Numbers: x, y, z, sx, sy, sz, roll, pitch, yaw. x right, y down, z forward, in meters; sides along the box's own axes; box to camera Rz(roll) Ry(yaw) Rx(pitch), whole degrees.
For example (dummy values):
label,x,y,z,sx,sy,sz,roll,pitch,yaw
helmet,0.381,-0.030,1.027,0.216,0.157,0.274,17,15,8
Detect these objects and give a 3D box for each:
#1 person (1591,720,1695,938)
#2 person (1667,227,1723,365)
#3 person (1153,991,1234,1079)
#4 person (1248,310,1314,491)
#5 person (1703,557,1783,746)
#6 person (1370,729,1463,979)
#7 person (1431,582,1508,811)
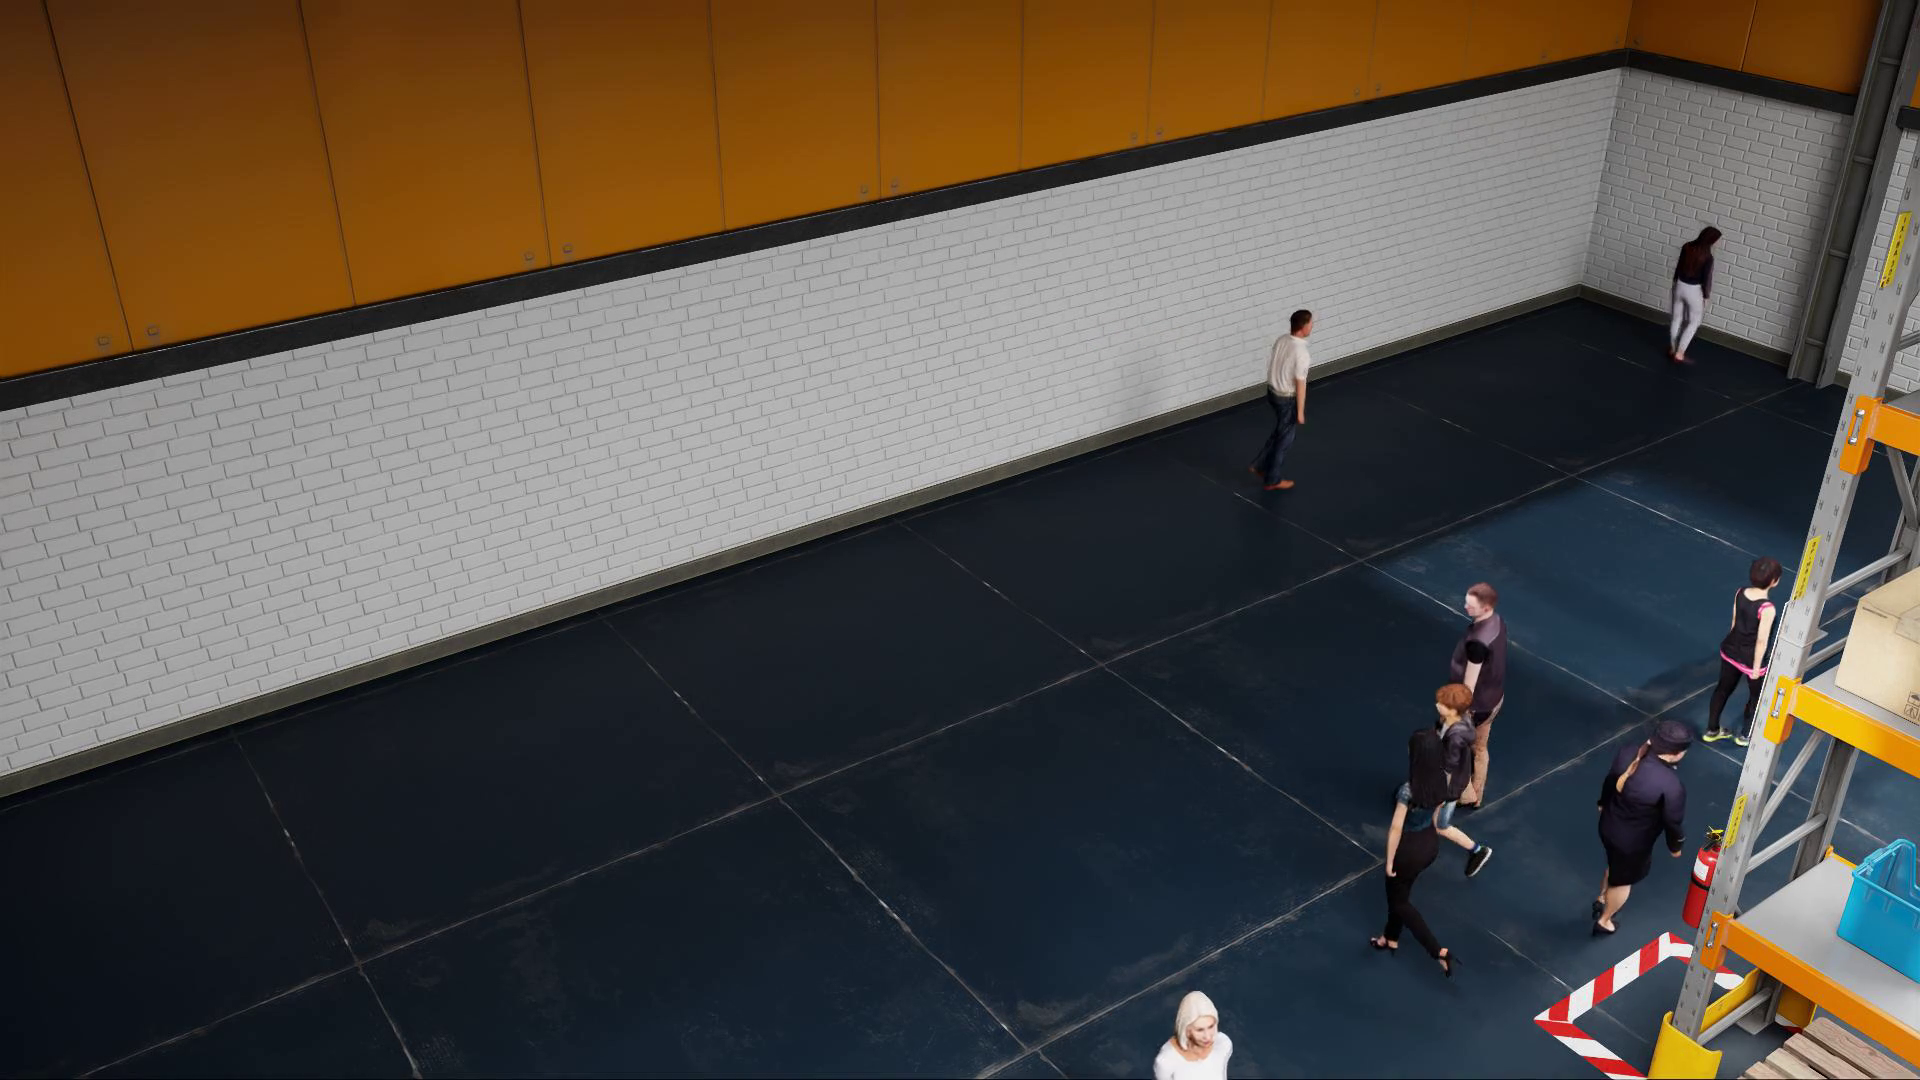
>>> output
label,x,y,z,sx,sy,sz,roll,pitch,yaw
person,4.079,1.816,10.227,0.858,1.647,0.698,-12,31,-20
person,8.197,-2.784,18.716,0.493,1.594,0.752,25,37,38
person,1.083,2.852,8.240,0.645,1.733,0.689,-9,30,-17
person,2.971,-1.301,15.745,0.840,1.835,0.760,-9,30,-15
person,5.674,0.835,12.135,0.737,1.542,0.693,-8,30,-14
person,2.767,1.923,9.960,0.568,1.716,0.893,-18,33,-29
person,3.607,1.108,11.346,0.769,1.820,0.778,18,33,30
